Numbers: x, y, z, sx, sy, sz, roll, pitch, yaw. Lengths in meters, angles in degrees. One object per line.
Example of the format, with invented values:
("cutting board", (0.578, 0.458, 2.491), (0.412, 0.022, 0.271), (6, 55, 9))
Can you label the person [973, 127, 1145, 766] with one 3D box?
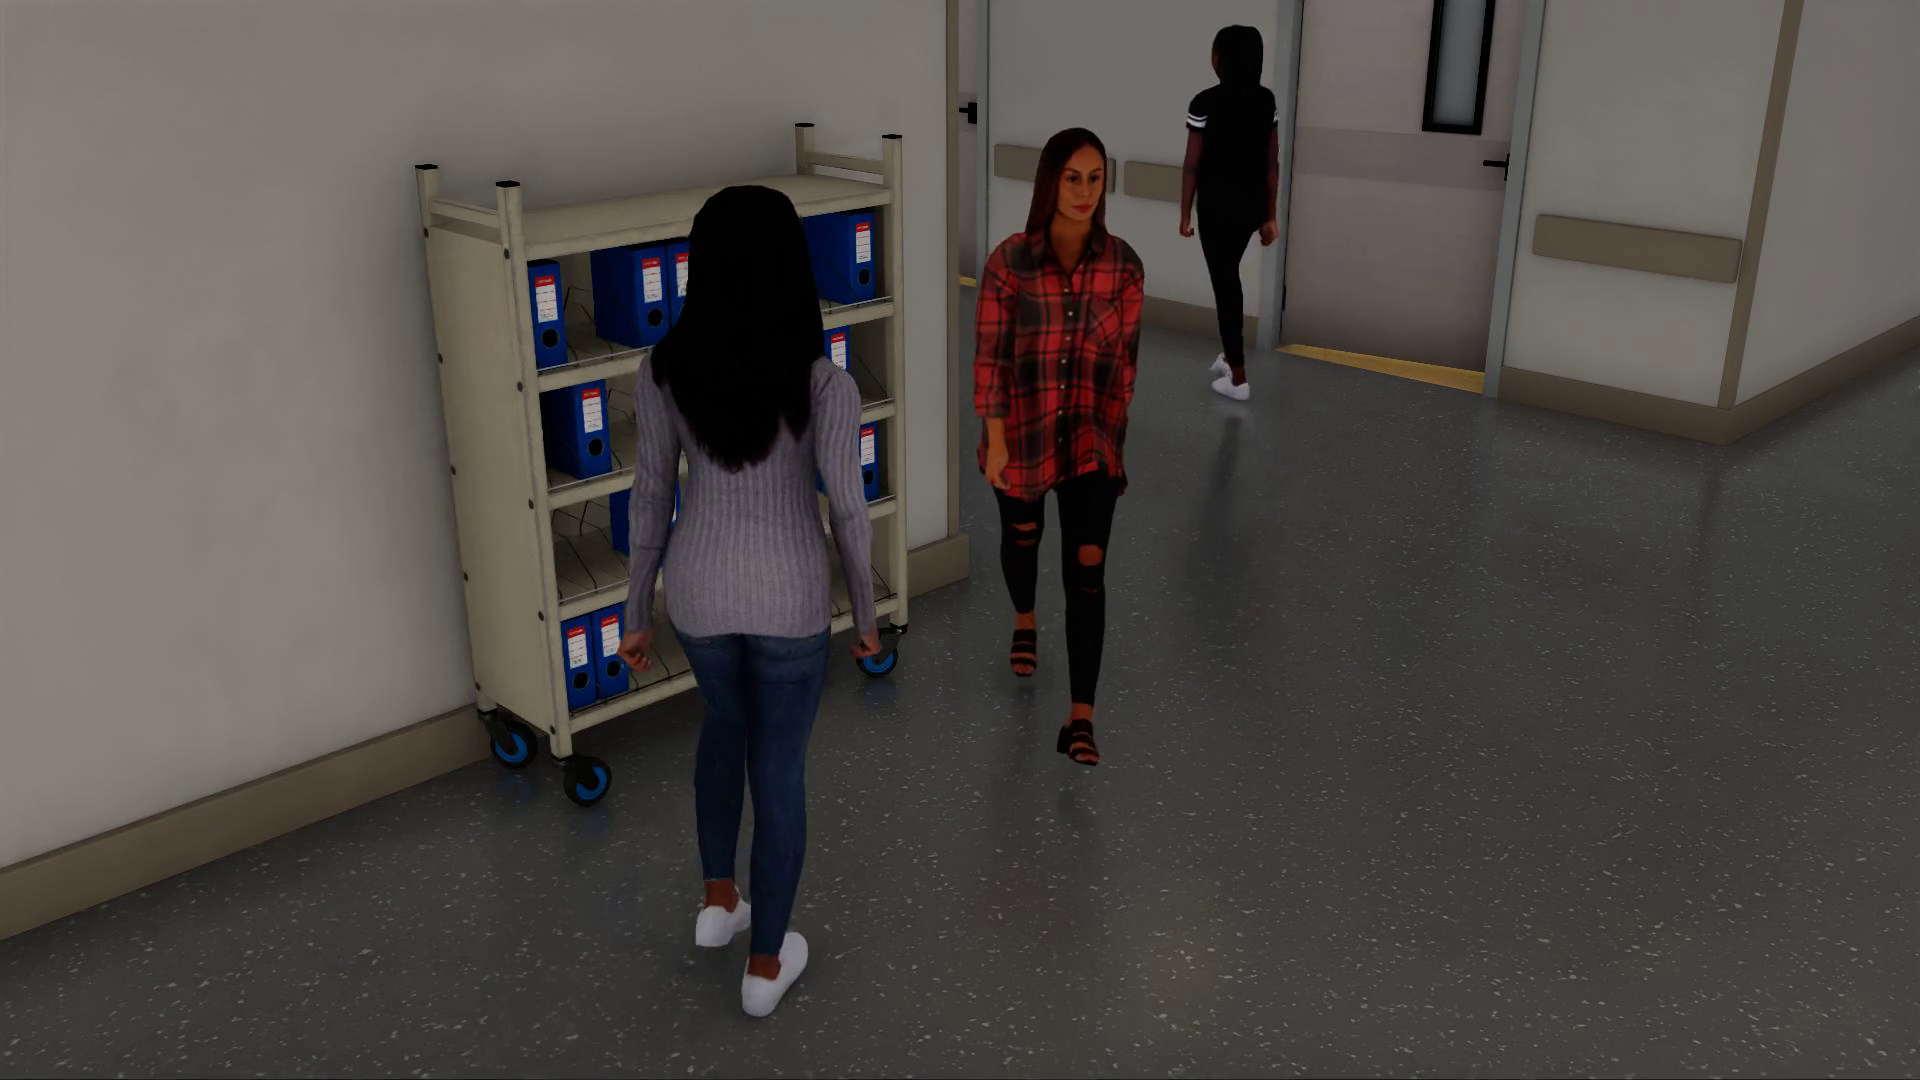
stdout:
("person", (0.242, -0.273, 4.644), (1.121, 1.648, 1.145), (-1, 21, -2))

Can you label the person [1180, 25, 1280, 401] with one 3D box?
("person", (1.304, -1.493, 7.770), (0.724, 1.716, 0.772), (-9, 23, -23))

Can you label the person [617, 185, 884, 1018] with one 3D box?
("person", (-0.453, 0.188, 3.326), (0.779, 1.719, 0.803), (5, 21, 13))
